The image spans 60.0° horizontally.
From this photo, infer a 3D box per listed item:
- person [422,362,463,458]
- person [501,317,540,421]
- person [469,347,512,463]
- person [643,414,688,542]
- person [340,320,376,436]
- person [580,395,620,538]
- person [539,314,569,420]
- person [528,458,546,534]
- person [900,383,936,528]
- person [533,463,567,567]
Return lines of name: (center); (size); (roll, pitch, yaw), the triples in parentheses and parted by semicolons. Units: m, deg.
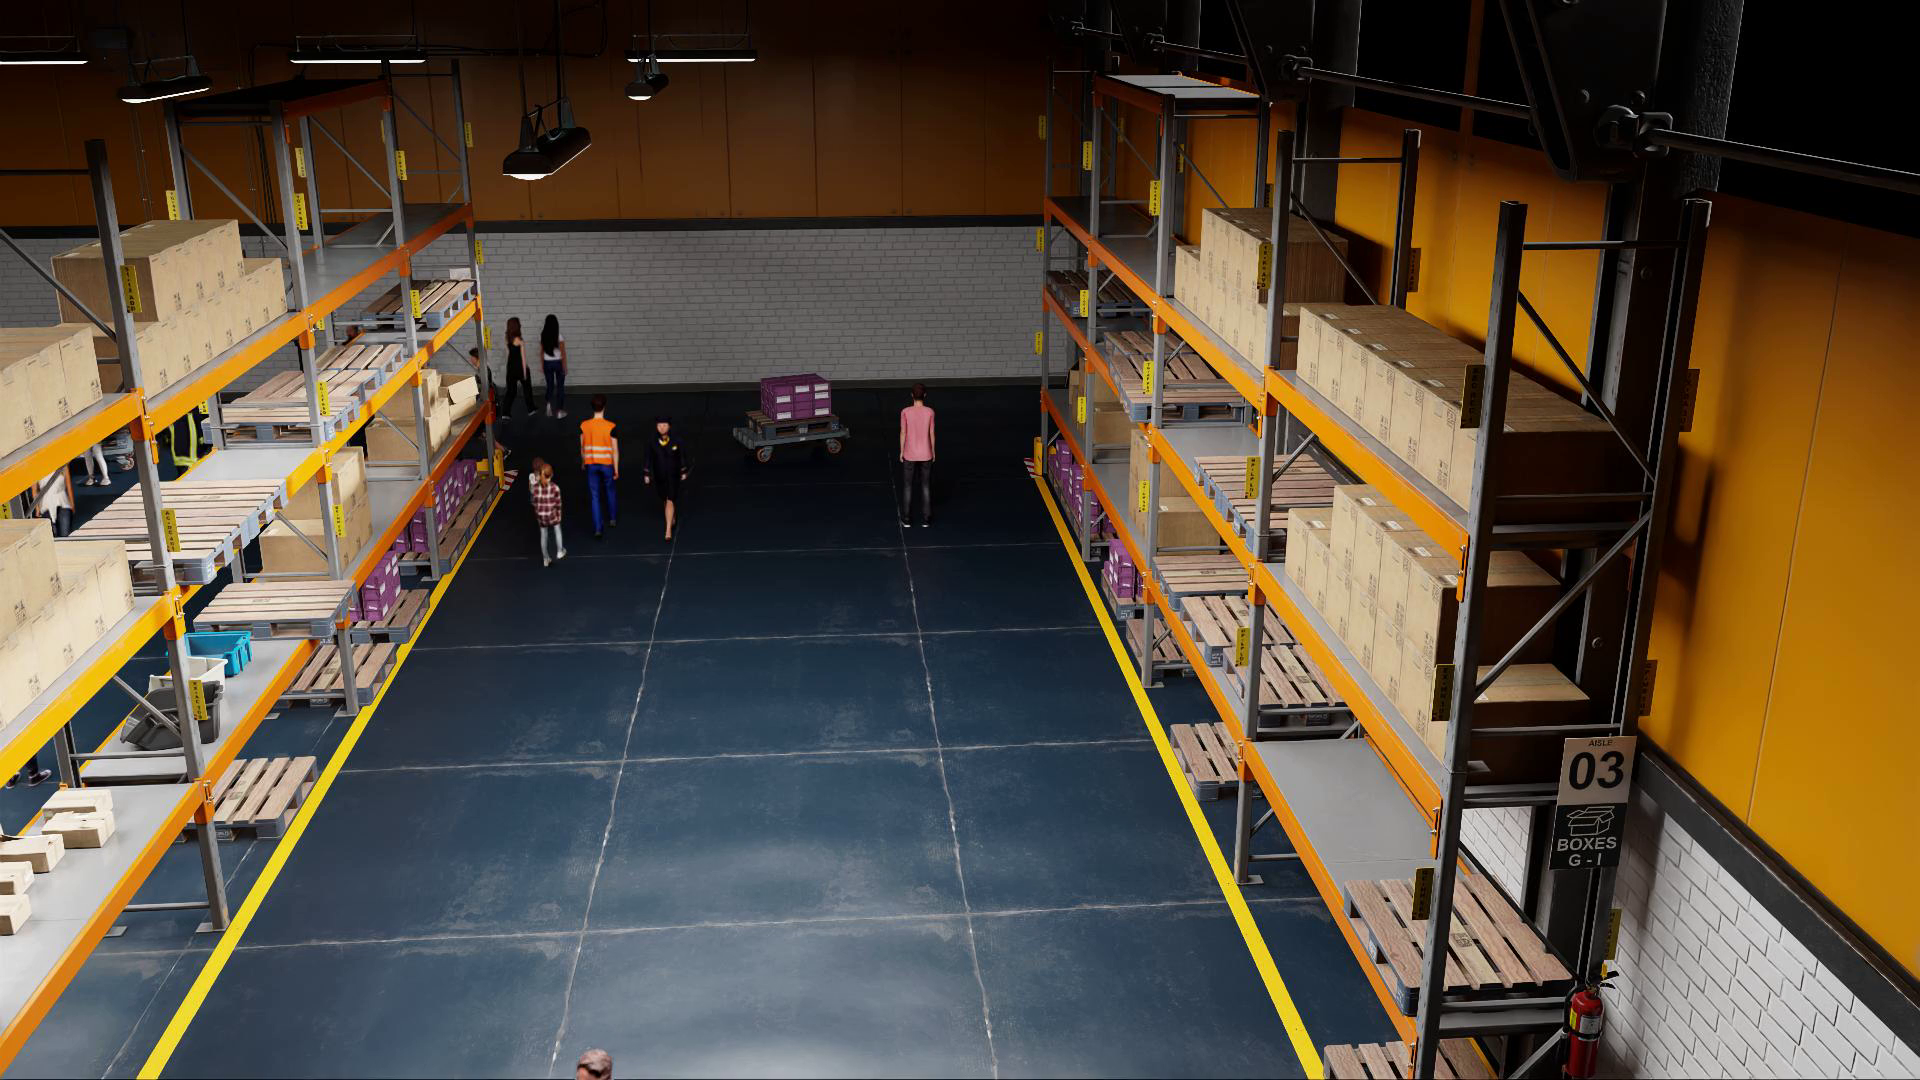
person: (-7.991, -1.985, 25.193); (0.812, 1.684, 1.111); (2, 19, 5)
person: (-7.424, -2.810, 27.599); (0.905, 1.711, 1.211); (6, 20, 18)
person: (-7.037, -1.983, 24.931); (0.760, 1.846, 0.729); (-1, 19, -2)
person: (-3.847, -0.848, 21.908); (0.791, 1.626, 1.098); (0, 19, 1)
person: (-9.681, -2.650, 26.913); (0.896, 1.847, 0.957); (4, 19, 13)
person: (-4.756, -0.941, 21.828); (0.683, 1.854, 1.048); (-2, 19, -6)
person: (-6.778, -2.846, 27.633); (0.711, 1.759, 0.880); (2, 19, 7)
person: (-5.590, -0.570, 22.082); (0.515, 0.987, 0.747); (-6, 20, -17)
person: (-0.569, -1.130, 22.229); (0.632, 1.956, 0.555); (-2, 19, -7)
person: (-5.174, -0.298, 20.807); (0.582, 1.286, 0.759); (0, 19, 0)
